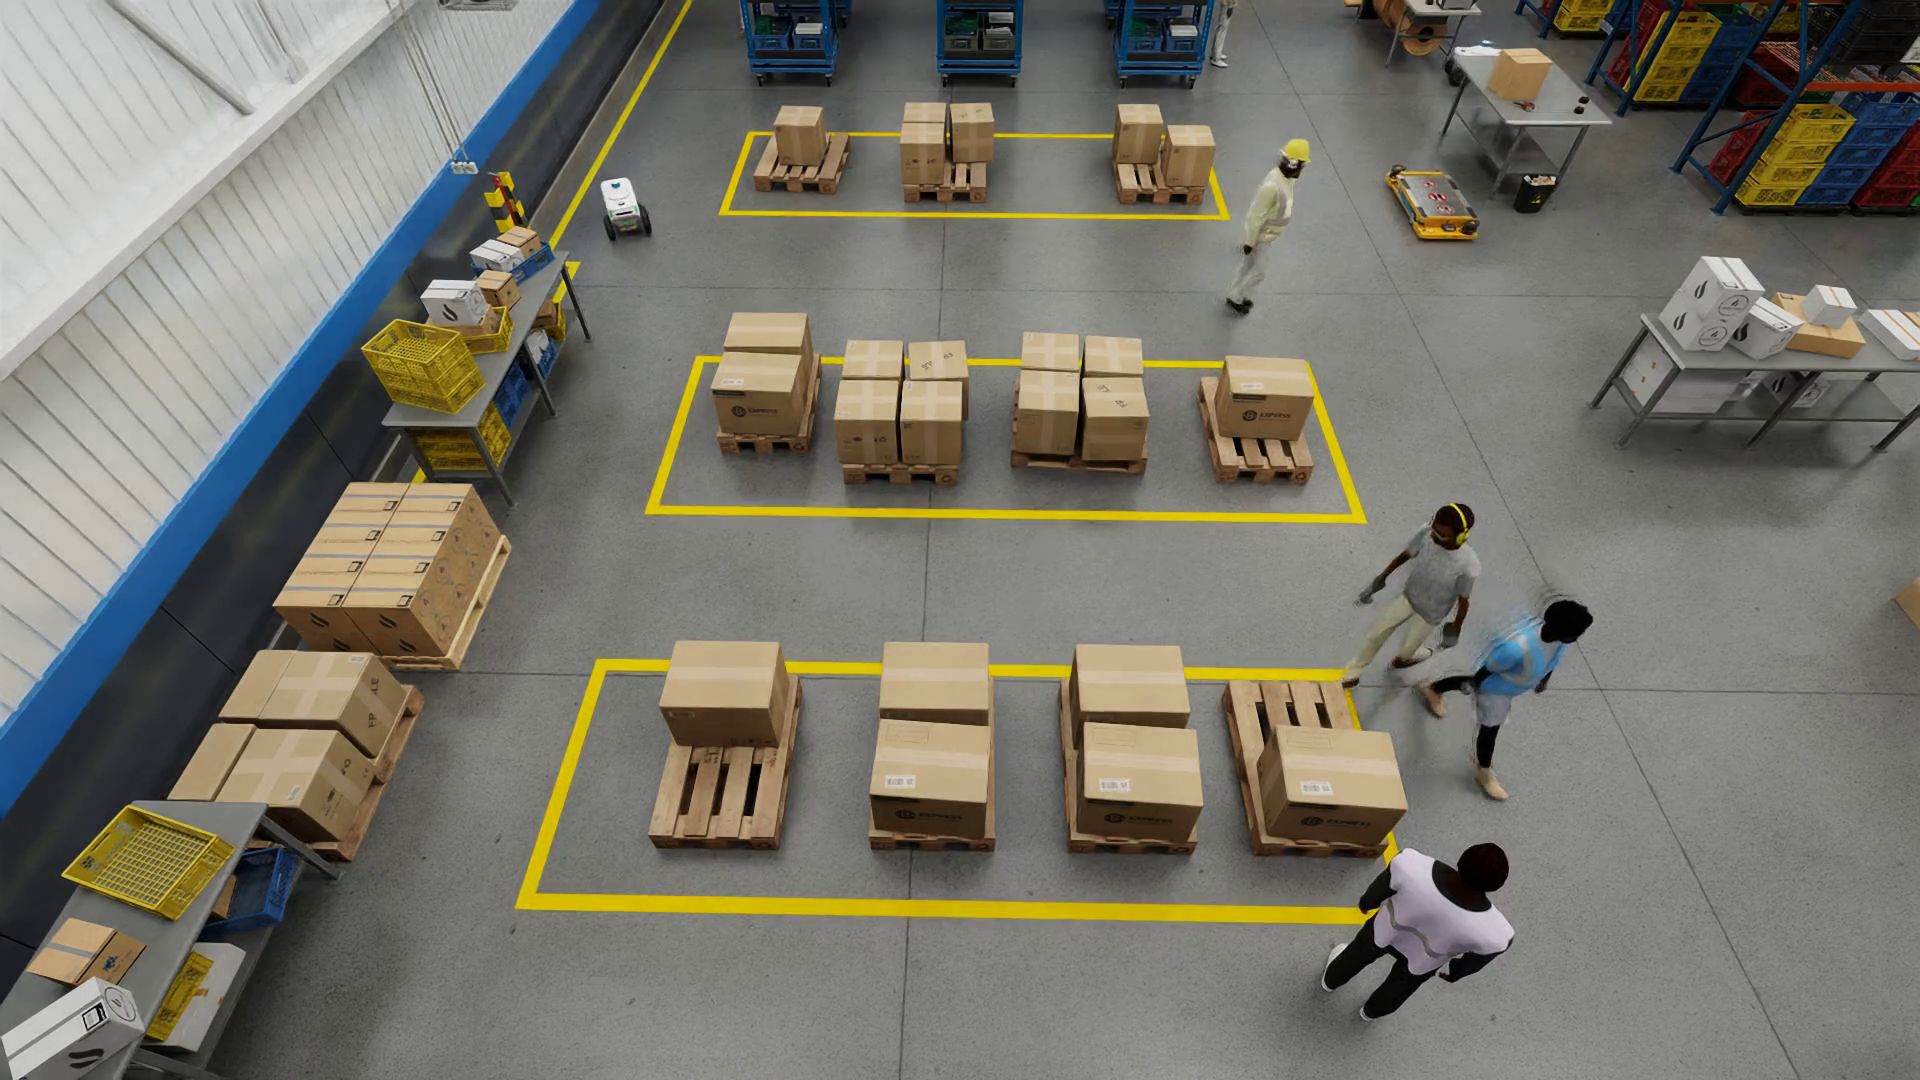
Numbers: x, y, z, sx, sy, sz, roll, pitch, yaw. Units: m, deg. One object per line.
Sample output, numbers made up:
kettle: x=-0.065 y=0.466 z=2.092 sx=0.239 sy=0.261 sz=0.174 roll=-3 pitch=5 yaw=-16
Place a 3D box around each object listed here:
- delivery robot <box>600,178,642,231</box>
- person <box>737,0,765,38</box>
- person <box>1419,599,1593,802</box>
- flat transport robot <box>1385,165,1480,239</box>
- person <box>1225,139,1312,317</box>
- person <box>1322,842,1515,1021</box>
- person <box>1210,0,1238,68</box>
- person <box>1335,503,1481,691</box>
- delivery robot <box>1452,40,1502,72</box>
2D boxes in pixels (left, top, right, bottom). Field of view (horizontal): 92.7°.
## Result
delivery robot: x=-3.965 y=-3.956 z=10.693 sx=0.477 sy=0.478 sz=0.707 roll=-17 pitch=51 yaw=-14
person: x=-3.288 y=-8.734 z=13.945 sx=0.610 sy=1.993 sz=0.380 roll=10 pitch=50 yaw=9
person: x=3.500 y=0.886 z=5.847 sx=0.538 sy=1.639 sz=0.919 roll=-21 pitch=52 yaw=-17
flat transport robot: x=5.692 y=-4.094 z=11.059 sx=0.652 sy=0.197 sz=1.431 roll=1 pitch=49 yaw=1
person: x=3.089 y=-3.115 z=9.215 sx=0.469 sy=1.794 sz=0.612 roll=19 pitch=52 yaw=16
person: x=2.309 y=2.018 z=4.685 sx=0.593 sy=1.922 sz=0.391 roll=37 pitch=58 yaw=27
person: x=3.937 y=-7.850 z=13.412 sx=0.309 sy=1.638 sz=0.511 roll=8 pitch=50 yaw=7
person: x=3.036 y=0.452 z=6.105 sx=0.881 sy=1.819 sz=0.605 roll=-15 pitch=51 yaw=-13
delivery robot: x=7.546 y=-6.986 z=13.316 sx=0.707 sy=0.478 sz=0.477 roll=7 pitch=49 yaw=6
